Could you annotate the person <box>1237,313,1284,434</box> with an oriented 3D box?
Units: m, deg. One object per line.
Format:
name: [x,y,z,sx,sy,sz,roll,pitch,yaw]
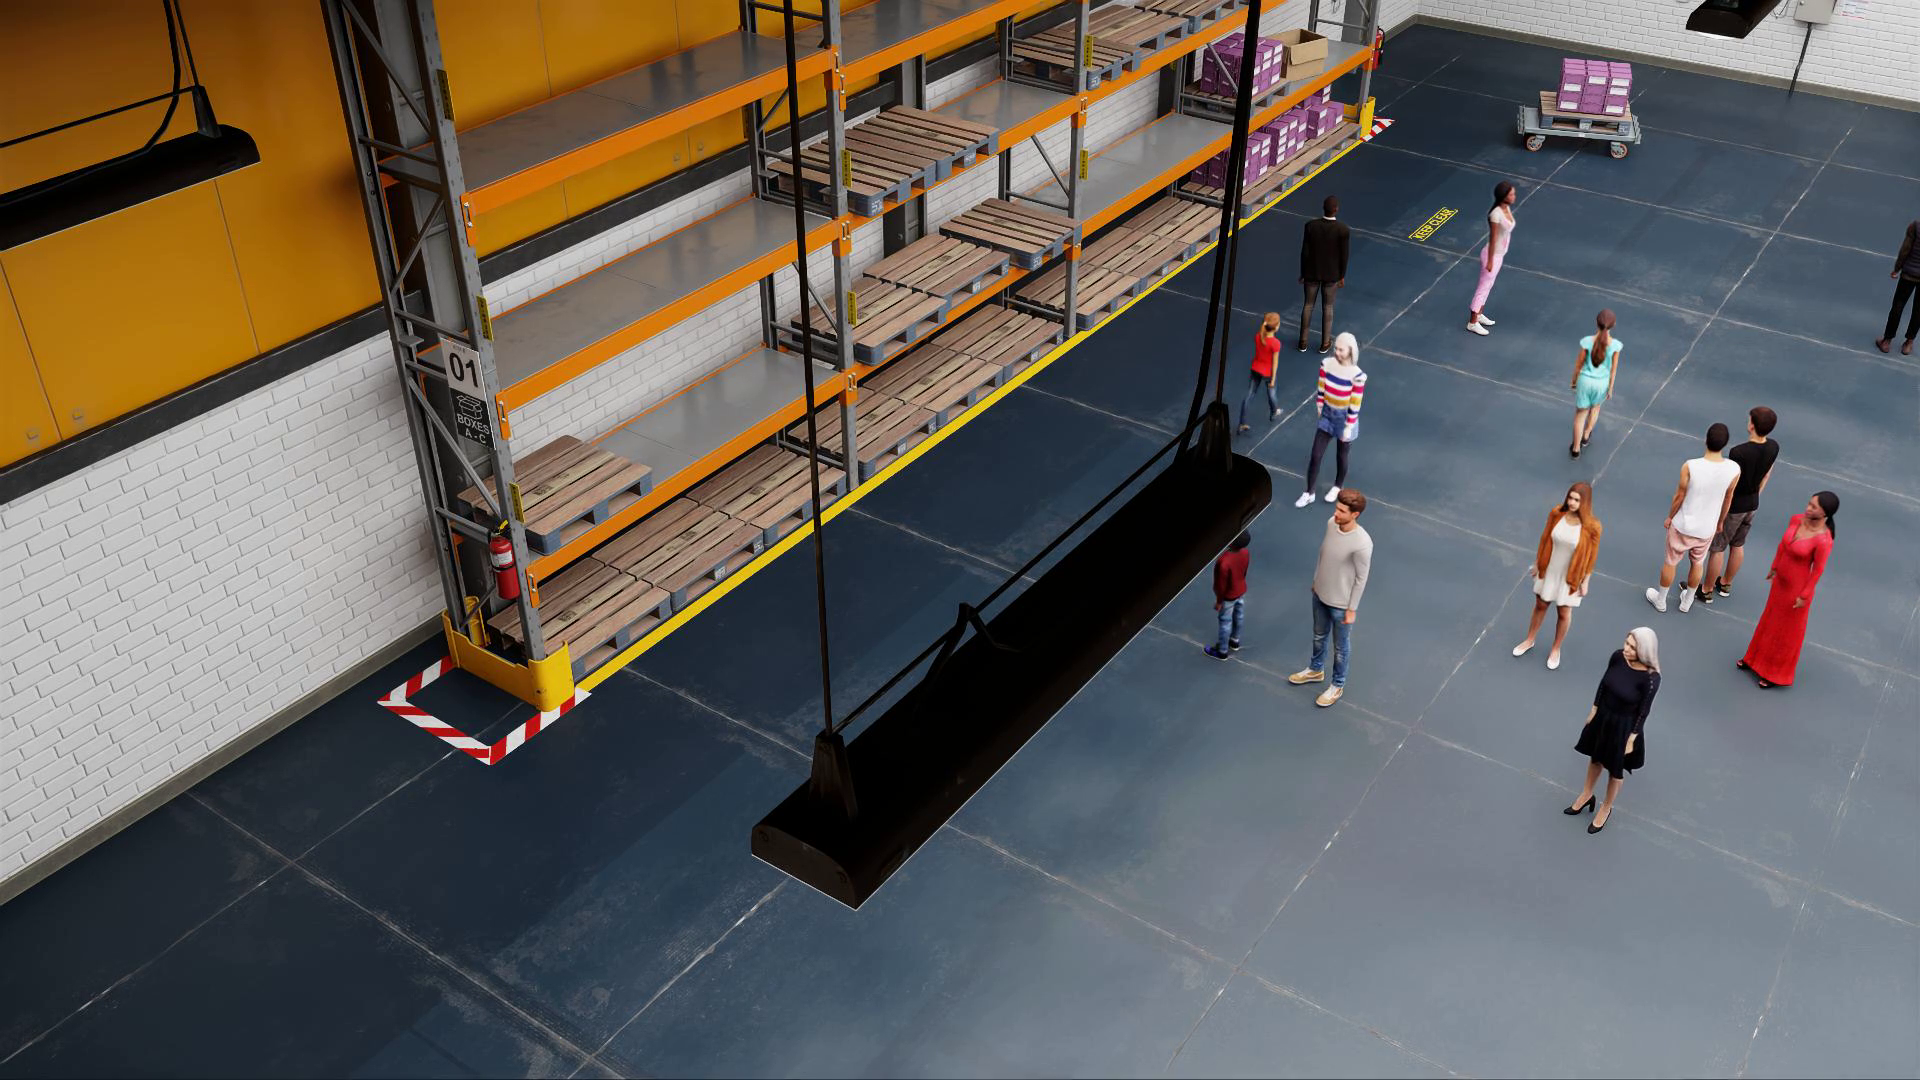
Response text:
person: [2.998,-1.656,16.699,0.530,1.279,0.912,26,42,34]

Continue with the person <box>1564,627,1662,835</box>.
person: [4.641,1.332,11.782,0.711,1.747,0.693,-16,37,-22]

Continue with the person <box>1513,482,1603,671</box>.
person: [4.869,0.249,13.434,0.624,1.722,0.585,25,41,32]

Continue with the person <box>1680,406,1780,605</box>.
person: [6.603,-0.303,14.139,0.710,1.862,0.833,-14,36,-20]

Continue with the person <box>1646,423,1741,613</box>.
person: [6.189,-0.168,14.000,0.728,1.789,0.735,4,34,5]

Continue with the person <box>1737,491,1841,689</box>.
person: [6.609,0.379,13.182,0.770,1.784,0.720,-8,34,-12]

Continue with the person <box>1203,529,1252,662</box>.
person: [2.222,0.416,13.604,0.595,1.256,0.467,29,43,36]

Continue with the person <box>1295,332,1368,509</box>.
person: [3.579,-1.146,15.473,0.703,1.787,0.847,24,41,32]

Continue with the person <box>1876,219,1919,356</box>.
person: [10.425,-2.895,18.061,0.759,1.836,0.690,10,35,14]

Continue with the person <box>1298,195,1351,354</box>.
person: [3.941,-2.889,18.084,0.724,1.800,0.676,9,35,13]

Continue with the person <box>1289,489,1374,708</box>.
person: [2.952,0.421,13.010,0.734,1.905,0.743,-17,37,-24]

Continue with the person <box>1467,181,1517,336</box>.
person: [5.948,-3.165,18.553,0.639,1.741,0.460,18,38,25]

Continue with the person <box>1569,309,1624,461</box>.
person: [6.170,-1.490,16.210,0.673,1.544,0.810,9,35,14]
